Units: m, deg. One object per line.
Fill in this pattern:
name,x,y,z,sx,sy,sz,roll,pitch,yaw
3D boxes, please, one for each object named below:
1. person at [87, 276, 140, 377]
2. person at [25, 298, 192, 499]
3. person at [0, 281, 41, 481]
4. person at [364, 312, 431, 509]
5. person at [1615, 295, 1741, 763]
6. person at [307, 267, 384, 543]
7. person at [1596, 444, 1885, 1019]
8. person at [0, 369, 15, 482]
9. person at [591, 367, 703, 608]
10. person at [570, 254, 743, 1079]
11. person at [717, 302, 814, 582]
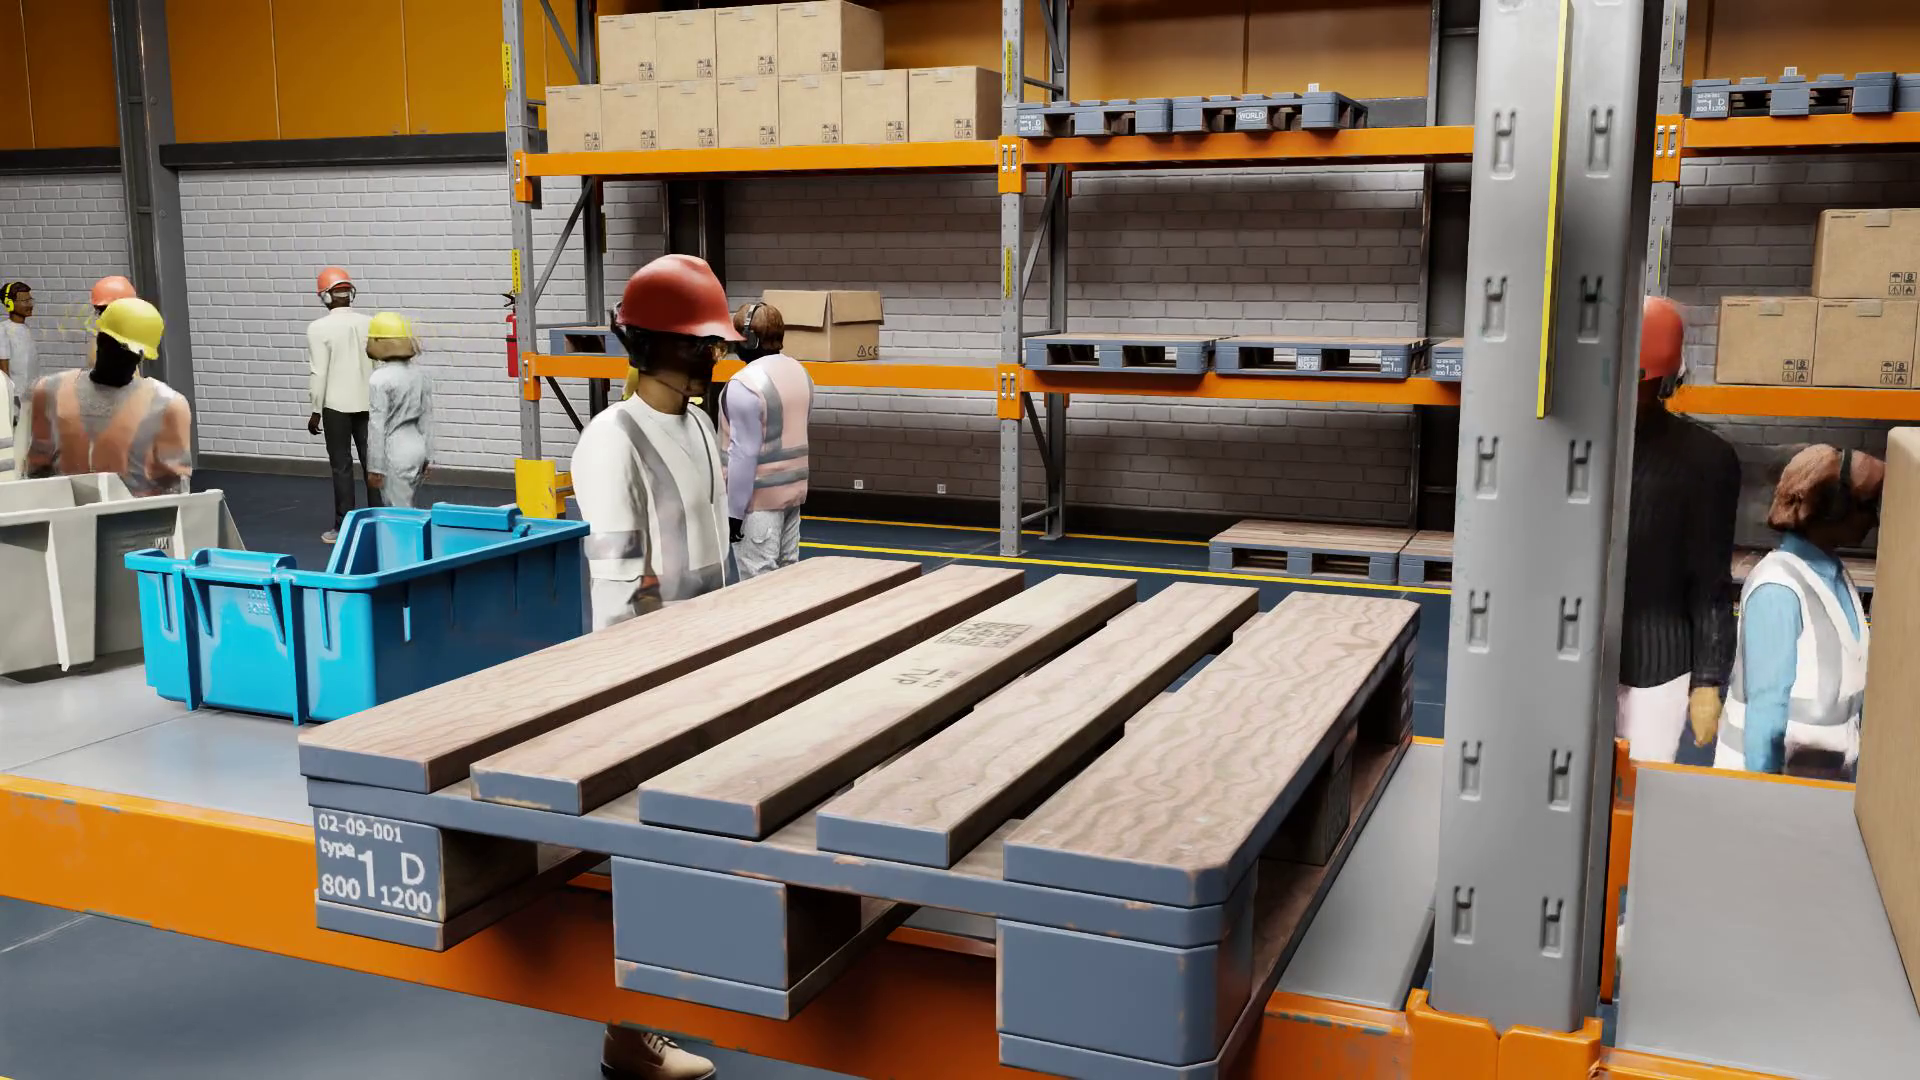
person,-5.152,-0.647,10.253,0.361,1.939,0.543,-5,11,-28
person,-3.354,-0.009,6.616,0.691,1.882,0.381,-1,9,-4
person,-7.398,-1.099,13.162,0.327,1.874,0.521,-1,10,-4
person,-3.330,-0.471,9.787,0.355,1.730,0.505,2,10,13
person,1.868,0.291,4.604,0.911,1.947,0.642,-6,11,-32
person,-4.432,-0.963,12.006,0.393,1.985,0.611,7,11,34
person,1.883,0.562,4.008,0.693,1.608,0.513,9,13,42
person,-4.964,-0.266,8.333,0.405,1.823,0.591,1,10,4
person,-0.897,0.299,5.103,0.319,1.767,0.534,7,12,35
person,-0.702,0.325,4.127,0.393,2.039,0.613,2,10,12
person,-0.925,-0.176,7.722,0.429,1.844,0.627,4,10,21
